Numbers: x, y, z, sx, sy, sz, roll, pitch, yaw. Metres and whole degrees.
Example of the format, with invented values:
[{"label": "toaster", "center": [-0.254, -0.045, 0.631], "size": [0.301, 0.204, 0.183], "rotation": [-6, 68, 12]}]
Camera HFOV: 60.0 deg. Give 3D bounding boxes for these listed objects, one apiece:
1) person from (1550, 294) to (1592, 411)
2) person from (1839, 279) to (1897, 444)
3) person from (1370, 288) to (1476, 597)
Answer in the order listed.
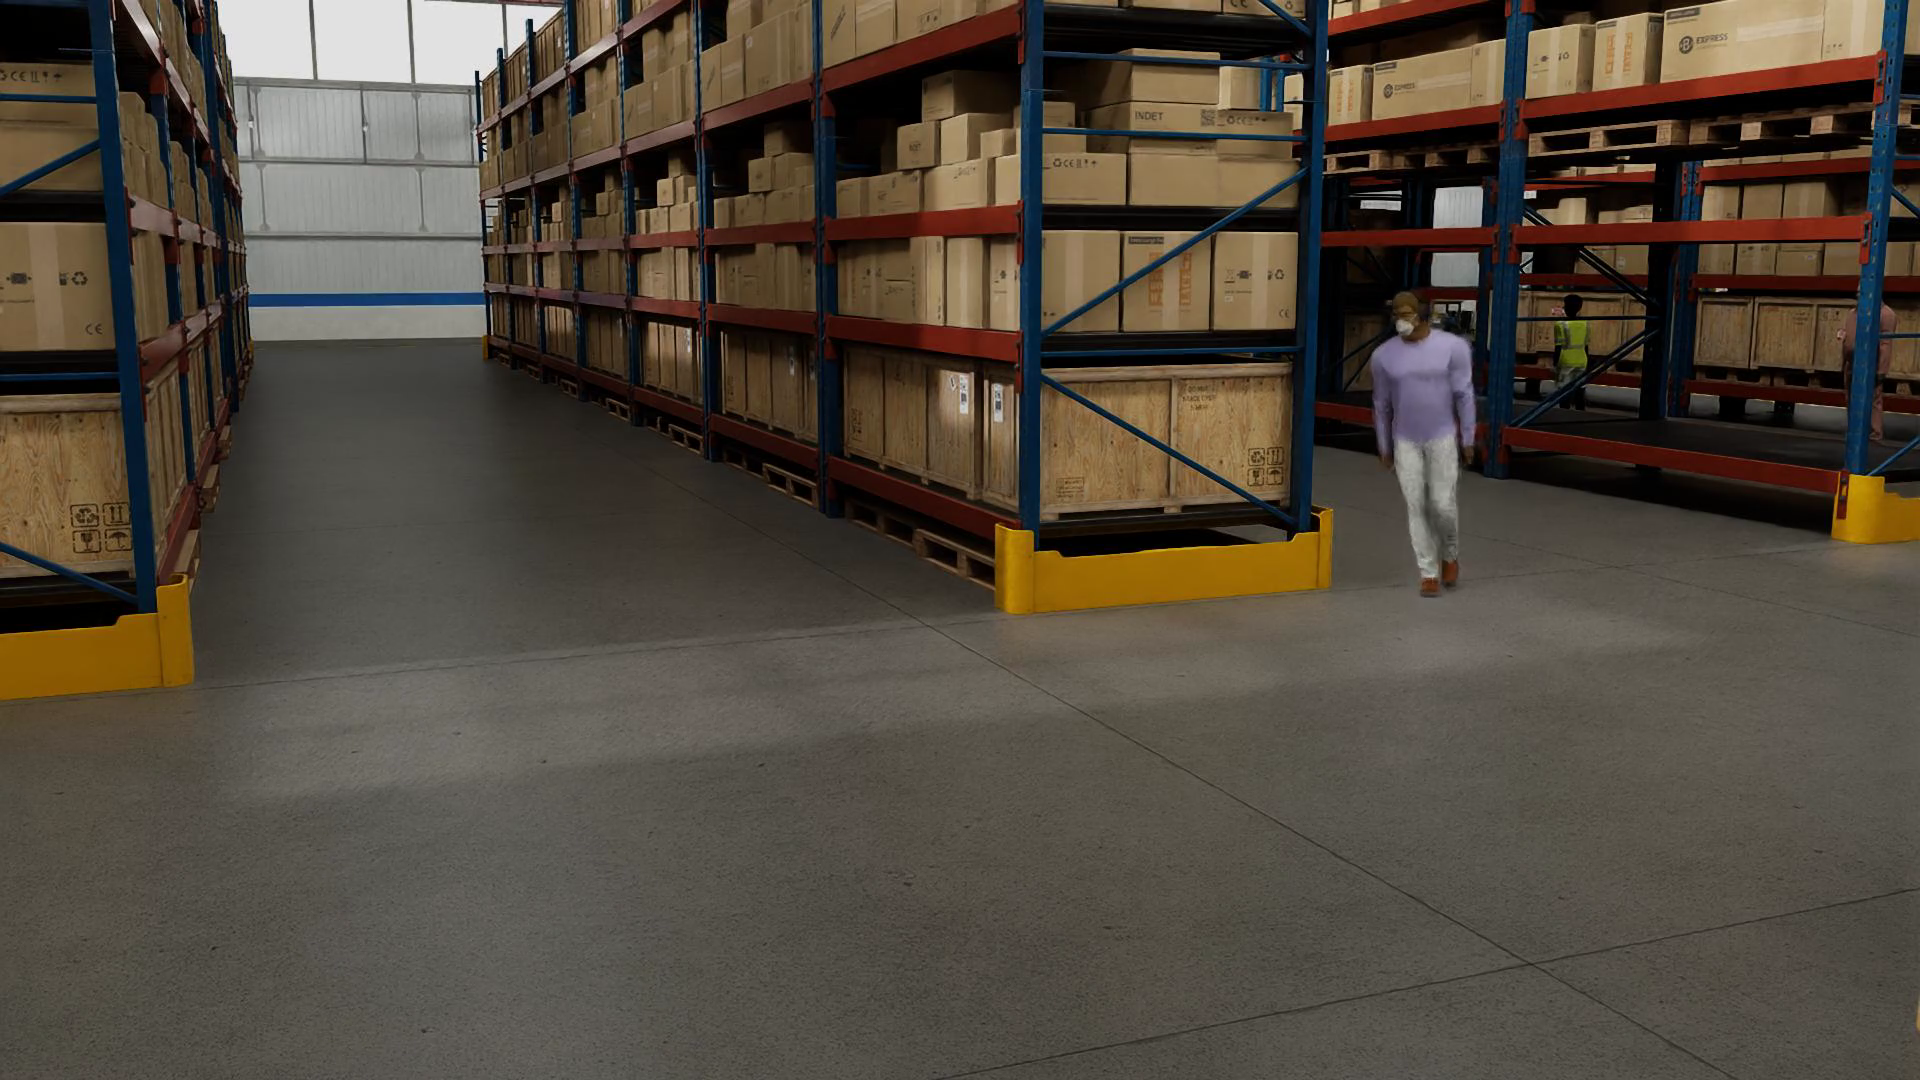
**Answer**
[{"label": "person", "center": [7.297, -2.085, 19.888], "size": [0.535, 1.697, 0.322], "rotation": [-4, 10, -20]}, {"label": "person", "center": [9.750, -1.860, 17.961], "size": [0.394, 1.899, 0.641], "rotation": [-2, 10, -14]}, {"label": "person", "center": [2.862, -0.603, 10.362], "size": [0.664, 1.911, 0.449], "rotation": [5, 11, 27]}]
